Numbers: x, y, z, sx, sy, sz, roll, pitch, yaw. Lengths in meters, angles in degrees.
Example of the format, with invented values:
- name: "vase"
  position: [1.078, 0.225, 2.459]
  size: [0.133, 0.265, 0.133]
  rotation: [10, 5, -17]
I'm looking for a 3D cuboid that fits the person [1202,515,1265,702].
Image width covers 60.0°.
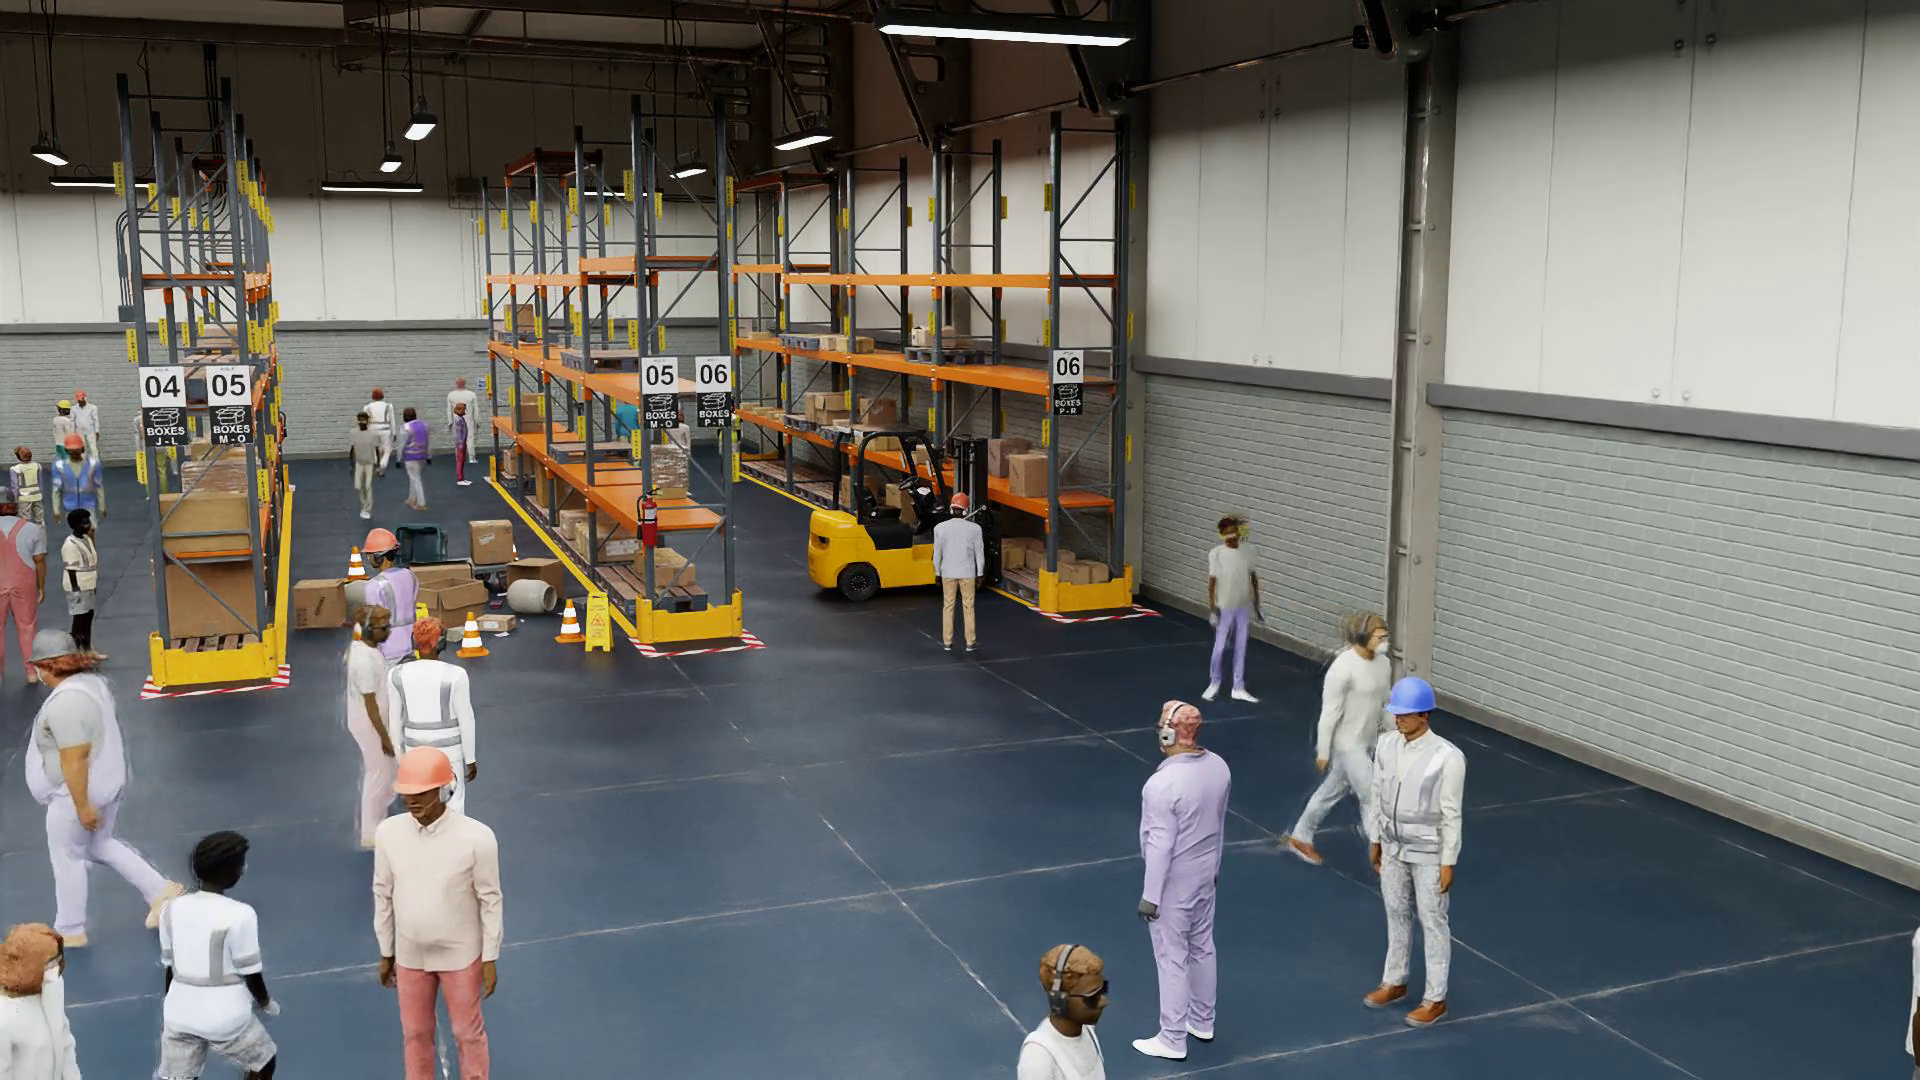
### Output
- name: "person"
  position: [2.631, 0.668, 16.091]
  size: [0.617, 1.846, 0.381]
  rotation: [-3, 10, -20]

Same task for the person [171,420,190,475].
- name: "person"
  position: [-16.133, -2.106, 34.220]
  size: [0.517, 1.608, 0.754]
  rotation: [-4, 10, -23]

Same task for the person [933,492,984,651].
- name: "person"
  position: [-0.008, 0.346, 18.369]
  size: [0.570, 1.749, 0.342]
  rotation: [2, 9, 10]

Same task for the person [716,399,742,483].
- name: "person"
  position: [-4.602, -1.969, 33.122]
  size: [0.536, 1.694, 0.322]
  rotation: [4, 10, 21]

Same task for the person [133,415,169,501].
- name: "person"
  position: [-14.821, -1.675, 30.547]
  size: [0.585, 1.927, 0.369]
  rotation: [-4, 10, -22]

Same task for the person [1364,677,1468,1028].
- name: "person"
  position: [2.511, 1.707, 9.237]
  size: [0.410, 1.943, 0.614]
  rotation: [-6, 11, -34]

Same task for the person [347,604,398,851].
- name: "person"
  position: [-4.138, 1.344, 11.872]
  size: [0.438, 1.820, 0.532]
  rotation: [-2, 9, -12]

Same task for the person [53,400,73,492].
- name: "person"
  position: [-17.092, -1.789, 31.799]
  size: [0.524, 1.759, 0.328]
  rotation: [5, 10, 30]

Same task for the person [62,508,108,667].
- name: "person"
  position: [-9.303, 0.500, 17.611]
  size: [0.319, 1.689, 0.539]
  rotation: [-1, 9, -8]

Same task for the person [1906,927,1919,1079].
- name: "person"
  position: [4.031, 2.134, 6.755]
  size: [0.538, 1.869, 0.312]
  rotation: [-7, 11, -36]

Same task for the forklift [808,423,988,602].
- name: "forklift"
  position: [-0.830, -0.399, 21.676]
  size: [2.313, 2.155, 1.214]
  rotation: [-4, 10, -21]

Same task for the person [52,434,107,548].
- name: "person"
  position: [-12.056, -0.467, 22.773]
  size: [0.631, 1.992, 1.064]
  rotation: [-4, 10, -23]

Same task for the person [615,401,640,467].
- name: "person"
  position: [-6.871, -2.224, 34.544]
  size: [0.562, 1.752, 0.324]
  rotation: [-1, 9, -9]

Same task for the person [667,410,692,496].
- name: "person"
  position: [-5.288, -1.631, 31.190]
  size: [0.501, 1.631, 0.286]
  rotation: [2, 9, 11]

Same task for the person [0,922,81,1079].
- name: "person"
  position: [-3.777, 2.286, 6.603]
  size: [0.651, 1.607, 0.508]
  rotation: [-1, 9, -4]

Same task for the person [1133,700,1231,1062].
- name: "person"
  position: [1.148, 1.788, 8.815]
  size: [0.403, 1.906, 0.651]
  rotation: [8, 12, 41]

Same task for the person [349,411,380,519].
- name: "person"
  position: [-10.112, -1.268, 28.226]
  size: [0.549, 1.847, 0.425]
  rotation: [-1, 9, -5]

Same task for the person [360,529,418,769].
- name: "person"
  position: [-4.783, 0.912, 13.949]
  size: [0.419, 2.034, 0.605]
  rotation: [2, 9, 15]

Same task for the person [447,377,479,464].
- name: "person"
  position: [-10.906, -2.619, 36.559]
  size: [0.651, 1.904, 0.403]
  rotation: [-1, 9, -7]

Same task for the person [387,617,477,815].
- name: "person"
  position: [-3.493, 1.439, 11.078]
  size: [0.572, 1.885, 0.356]
  rotation: [1, 9, 6]

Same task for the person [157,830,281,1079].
- name: "person"
  position: [-3.325, 2.128, 7.456]
  size: [0.544, 1.647, 0.682]
  rotation: [3, 10, 21]

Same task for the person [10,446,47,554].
- name: "person"
  position: [-13.710, -0.567, 24.471]
  size: [0.314, 1.642, 0.514]
  rotation: [4, 10, 22]

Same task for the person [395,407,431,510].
- name: "person"
  position: [-9.748, -1.444, 29.431]
  size: [0.770, 1.810, 0.654]
  rotation: [4, 10, 26]

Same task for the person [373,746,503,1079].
- name: "person"
  position: [-2.427, 1.917, 7.723]
  size: [0.612, 1.995, 0.393]
  rotation: [1, 9, 8]

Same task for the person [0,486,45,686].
- name: "person"
  position: [-9.632, 0.450, 16.816]
  size: [0.686, 2.000, 0.535]
  rotation: [-6, 11, -35]

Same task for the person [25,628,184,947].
- name: "person"
  position: [-5.338, 1.491, 10.261]
  size: [0.761, 2.000, 0.697]
  rotation: [-1, 9, -5]

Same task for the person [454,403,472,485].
- name: "person"
  position: [-9.839, -1.899, 32.878]
  size: [0.279, 1.633, 0.500]
  rotation: [-1, 9, -8]

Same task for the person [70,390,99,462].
- name: "person"
  position: [-18.412, -2.285, 34.985]
  size: [0.573, 1.738, 0.352]
  rotation: [-1, 9, -8]

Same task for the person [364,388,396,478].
- name: "person"
  position: [-11.791, -2.166, 33.830]
  size: [0.593, 1.864, 0.626]
  rotation: [-1, 9, -9]

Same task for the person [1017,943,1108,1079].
- name: "person"
  position: [0.360, 2.292, 5.831]
  size: [0.349, 1.846, 0.506]
  rotation: [4, 10, 22]

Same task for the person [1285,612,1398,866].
- name: "person"
  position: [2.703, 1.399, 11.386]
  size: [1.102, 1.876, 0.641]
  rotation: [8, 12, 41]
